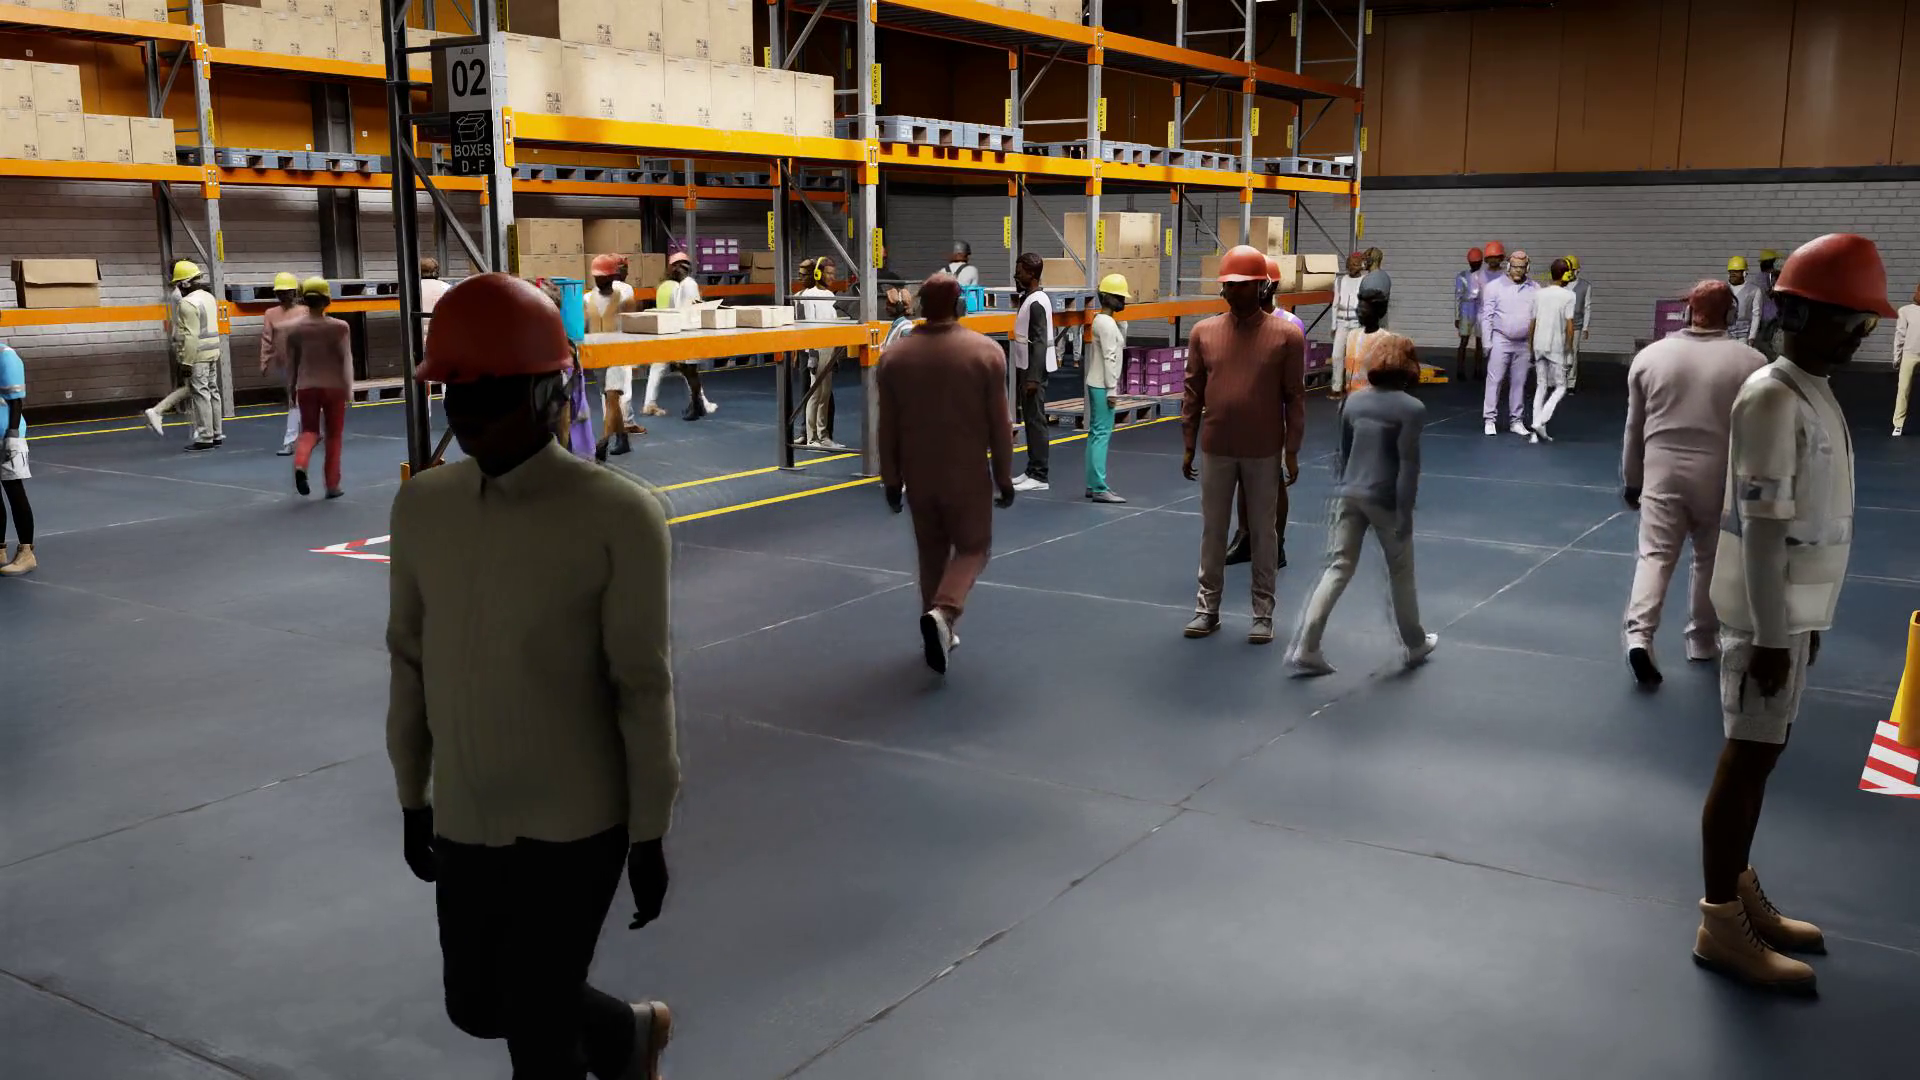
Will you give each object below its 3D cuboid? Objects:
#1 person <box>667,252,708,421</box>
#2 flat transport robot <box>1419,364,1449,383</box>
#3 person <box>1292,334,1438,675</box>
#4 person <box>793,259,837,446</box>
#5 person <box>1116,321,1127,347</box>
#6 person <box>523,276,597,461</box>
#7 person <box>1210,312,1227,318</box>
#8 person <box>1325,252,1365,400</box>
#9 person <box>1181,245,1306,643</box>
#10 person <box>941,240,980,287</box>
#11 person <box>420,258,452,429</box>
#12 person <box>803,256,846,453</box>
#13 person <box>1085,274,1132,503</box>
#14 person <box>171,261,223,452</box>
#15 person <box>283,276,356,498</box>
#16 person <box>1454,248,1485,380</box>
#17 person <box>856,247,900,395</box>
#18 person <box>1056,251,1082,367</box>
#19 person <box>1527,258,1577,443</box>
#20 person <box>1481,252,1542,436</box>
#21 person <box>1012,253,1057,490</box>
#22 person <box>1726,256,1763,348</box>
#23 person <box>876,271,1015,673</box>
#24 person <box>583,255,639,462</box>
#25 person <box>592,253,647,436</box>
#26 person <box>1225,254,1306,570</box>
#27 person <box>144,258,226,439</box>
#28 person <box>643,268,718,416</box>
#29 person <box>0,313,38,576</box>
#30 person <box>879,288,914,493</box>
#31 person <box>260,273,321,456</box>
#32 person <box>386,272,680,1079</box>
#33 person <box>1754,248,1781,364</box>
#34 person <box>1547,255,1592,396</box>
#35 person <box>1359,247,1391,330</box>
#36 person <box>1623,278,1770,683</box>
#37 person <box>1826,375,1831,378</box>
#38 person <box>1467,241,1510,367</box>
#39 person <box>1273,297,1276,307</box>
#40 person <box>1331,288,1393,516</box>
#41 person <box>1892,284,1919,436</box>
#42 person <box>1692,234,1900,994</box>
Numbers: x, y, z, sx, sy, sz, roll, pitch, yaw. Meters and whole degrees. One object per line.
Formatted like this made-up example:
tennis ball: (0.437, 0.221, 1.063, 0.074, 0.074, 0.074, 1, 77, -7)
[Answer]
person: (-3.056, -2.297, 18.820, 0.392, 1.883, 0.662, -5, 11, -24)
flat transport robot: (6.453, -2.406, 23.868, 0.652, 0.197, 1.431, -1, 10, -3)
person: (1.934, -0.159, 7.775, 0.879, 1.587, 0.539, -7, 13, -35)
person: (-1.415, -1.802, 16.167, 0.506, 1.843, 0.351, 8, 13, 37)
person: (2.549, -3.878, 27.668, 0.621, 1.845, 0.429, -1, 10, -5)
person: (-2.000, -0.382, 8.290, 0.373, 1.843, 0.572, -2, 10, -12)
person: (4.113, -3.694, 26.551, 0.969, 1.887, 0.604, -4, 11, -22)
person: (4.875, -2.660, 20.824, 0.613, 1.871, 0.648, 7, 13, 36)
person: (1.413, -0.475, 8.390, 0.625, 1.992, 0.386, 4, 11, 23)
person: (0.035, -3.160, 23.142, 0.704, 2.000, 0.599, 7, 12, 33)
person: (-5.602, -2.075, 17.701, 0.621, 1.837, 0.429, -1, 10, -8)
person: (-1.312, -1.777, 15.956, 0.328, 1.870, 0.510, 4, 11, 21)
person: (1.148, -1.171, 12.903, 0.337, 1.760, 0.526, -1, 10, -3)
person: (-7.312, -1.750, 15.933, 0.403, 1.822, 0.589, -1, 10, -3)
person: (-4.995, -1.173, 12.950, 0.524, 1.754, 0.496, 0, 10, -1)
person: (7.411, -3.245, 23.991, 0.545, 1.912, 0.504, 2, 10, 11)
person: (-1.114, -2.822, 21.501, 0.625, 1.942, 1.020, -5, 11, -27)
person: (1.746, -3.717, 26.506, 0.637, 1.938, 0.357, 3, 11, 17)
person: (5.850, -1.866, 16.516, 0.447, 1.848, 0.573, -8, 13, -37)
person: (5.735, -2.029, 17.267, 0.636, 1.902, 0.406, -1, 10, -5)
person: (0.592, -1.365, 13.530, 0.382, 1.918, 0.597, -1, 10, -4)
person: (9.281, -2.489, 19.999, 0.590, 1.833, 0.404, 9, 13, 40)
person: (-0.082, -0.319, 7.831, 0.650, 1.883, 0.749, 4, 11, 21)
person: (-3.275, -1.676, 15.366, 0.564, 1.878, 1.018, 3, 11, 14)
person: (-3.543, -2.021, 17.260, 0.573, 1.886, 0.353, 7, 12, 34)
person: (1.831, -0.774, 10.207, 0.376, 1.936, 0.549, -10, 14, -43)
person: (-7.885, -1.919, 16.817, 0.648, 1.854, 0.517, -5, 11, -25)
person: (-3.289, -2.328, 19.262, 0.977, 1.786, 0.610, -10, 14, -43)
person: (-5.863, -0.630, 10.073, 0.535, 1.697, 0.318, 5, 11, 25)
person: (-0.478, -1.194, 13.359, 0.306, 1.639, 0.523, -3, 11, -15)
person: (-6.384, -1.697, 15.933, 0.532, 1.719, 0.928, 1, 10, 8)
person: (-0.791, 0.476, 3.193, 0.629, 1.969, 0.798, 4, 11, 23)
person: (11.759, -3.269, 24.117, 0.593, 1.905, 0.574, -5, 11, -27)
person: (7.906, -2.793, 21.702, 0.587, 1.826, 0.404, 4, 11, 23)
person: (4.941, -2.527, 19.917, 0.352, 1.937, 0.635, 7, 12, 34)
person: (3.372, -0.279, 7.717, 0.644, 1.859, 1.000, 8, 13, 36)
person: (12.663, -3.180, 24.378, 0.279, 1.633, 0.498, 10, 14, 43)
person: (6.682, -2.747, 20.948, 0.610, 1.999, 0.945, 7, 12, 34)
person: (3.444, -2.300, 19.265, 0.490, 1.730, 0.547, 7, 13, 36)
person: (3.059, -1.013, 12.234, 0.683, 1.678, 0.537, -4, 11, -21)
person: (9.880, -1.864, 17.115, 0.498, 1.629, 0.276, 5, 11, 26)
person: (2.278, 0.195, 4.566, 0.394, 2.037, 0.605, 7, 12, 34)
